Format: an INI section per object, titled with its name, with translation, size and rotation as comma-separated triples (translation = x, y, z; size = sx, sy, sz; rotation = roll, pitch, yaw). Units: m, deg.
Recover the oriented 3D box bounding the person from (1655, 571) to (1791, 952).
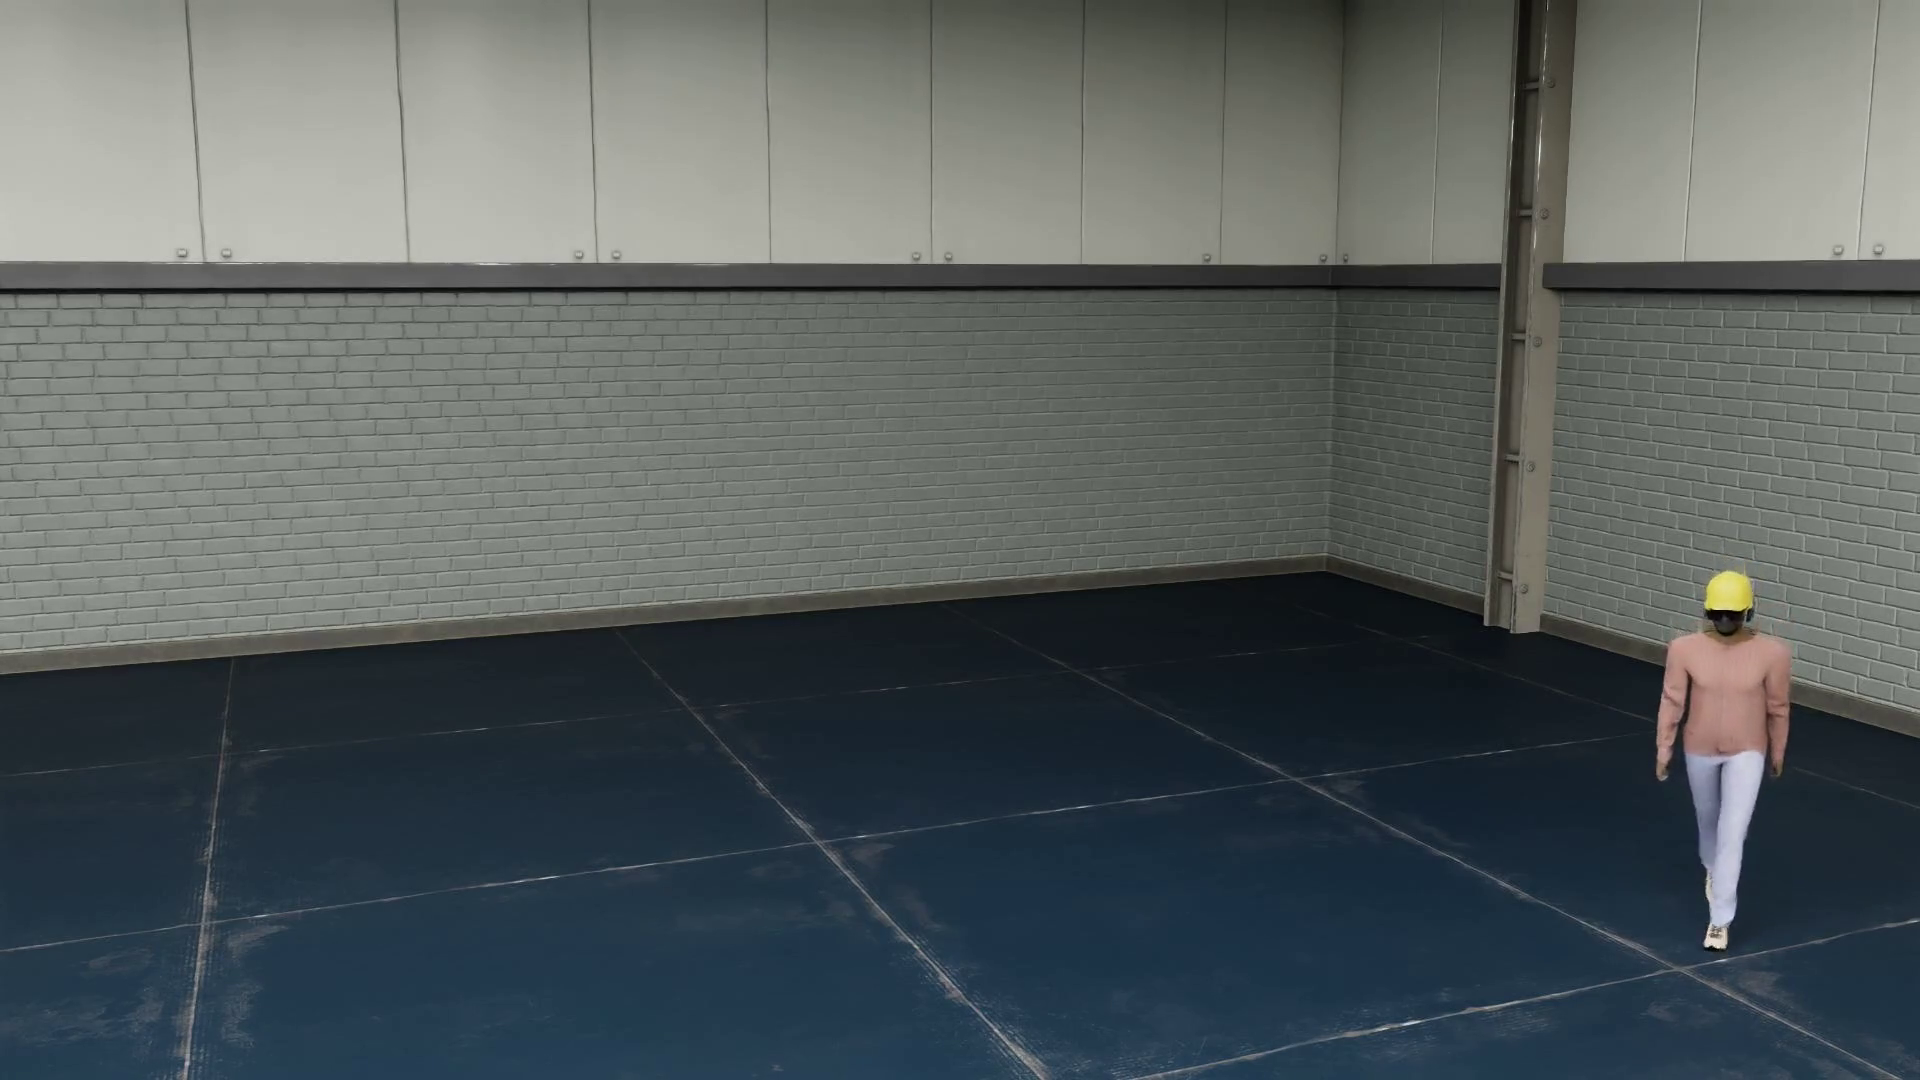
[person]
translation = 3.540, 0.966, 7.730
size = 0.538, 1.707, 0.994
rotation = 6, 11, 31
